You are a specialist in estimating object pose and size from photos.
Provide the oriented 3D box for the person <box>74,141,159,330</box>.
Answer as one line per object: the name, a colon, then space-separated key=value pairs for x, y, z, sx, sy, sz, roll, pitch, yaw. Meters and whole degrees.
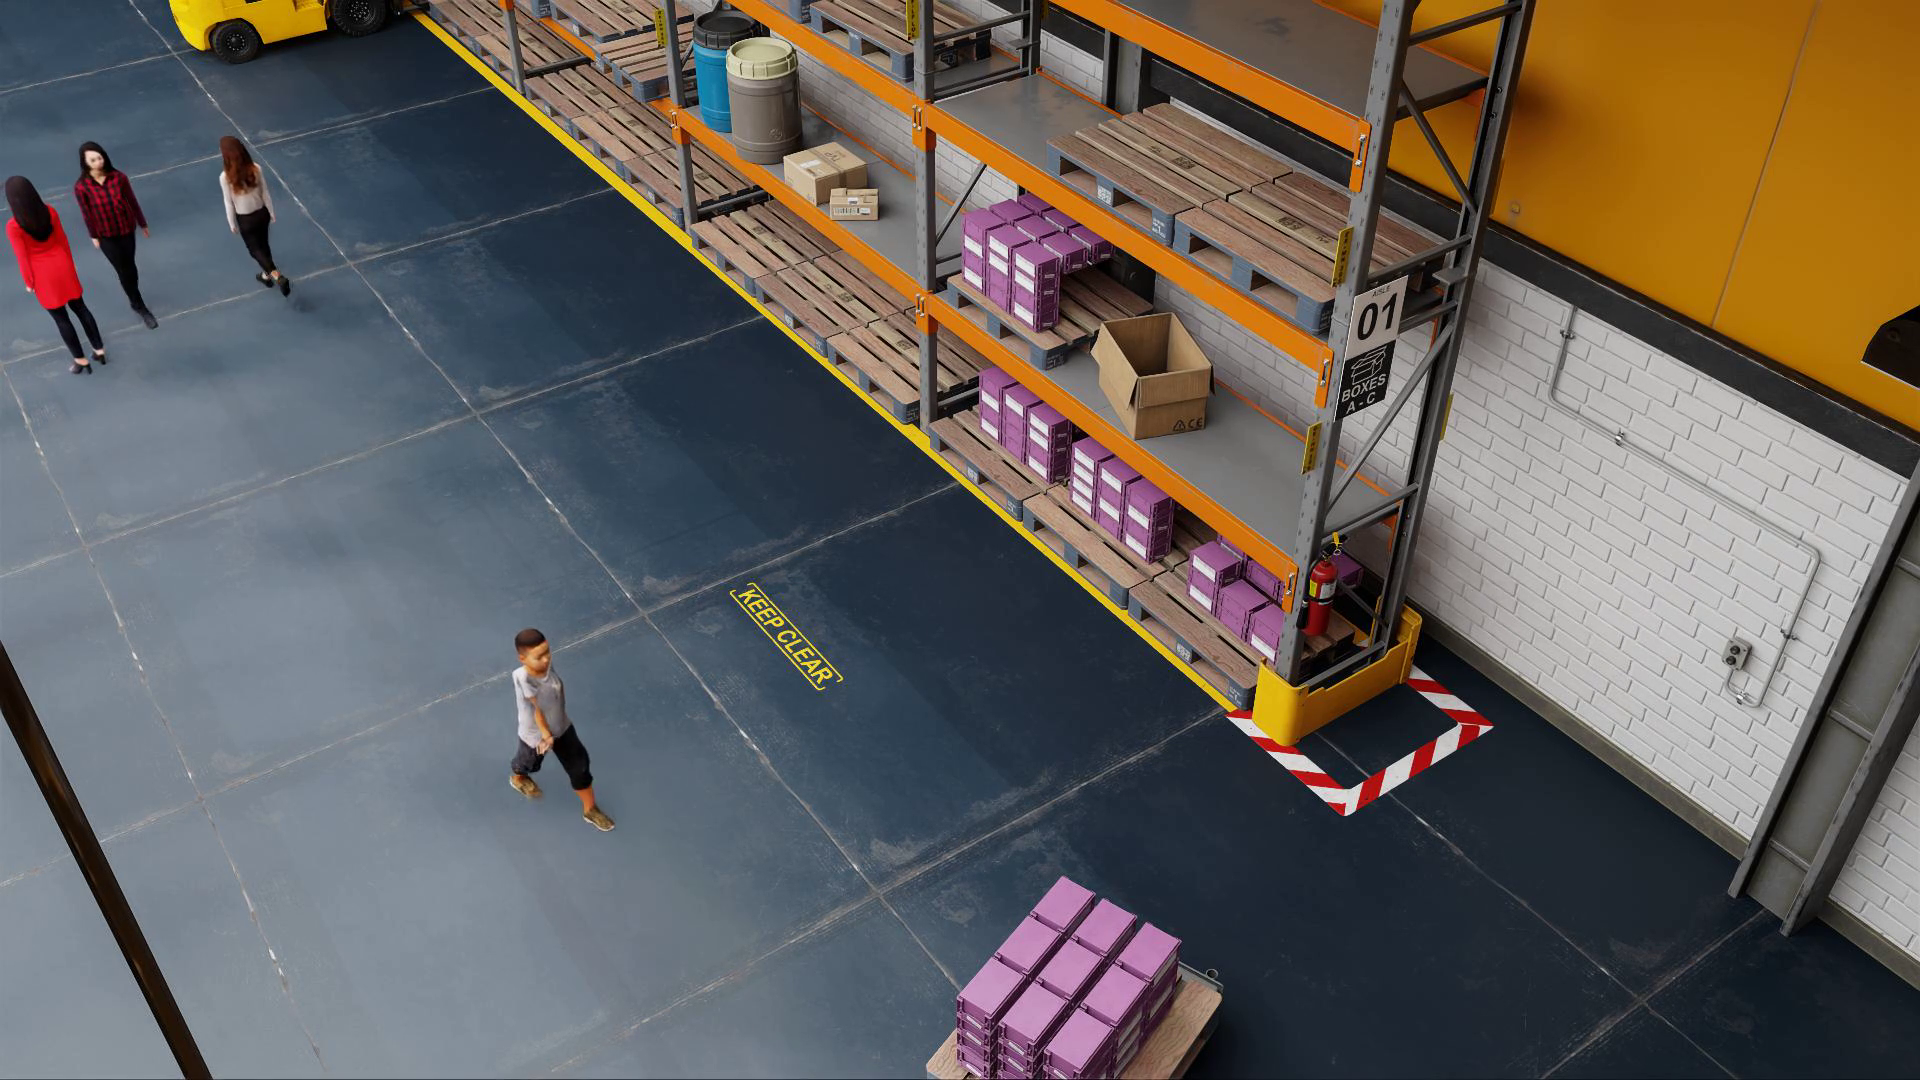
person: x=-7.237 y=-2.643 z=14.172 sx=0.900 sy=1.637 sz=0.704 roll=29 pitch=47 yaw=31

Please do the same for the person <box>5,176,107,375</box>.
person: x=-7.334 y=-2.135 z=13.447 sx=0.753 sy=1.748 sz=0.726 roll=18 pitch=42 yaw=21

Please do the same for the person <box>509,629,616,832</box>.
person: x=-2.494 y=1.041 z=9.726 sx=1.081 sy=1.427 sz=0.801 roll=21 pitch=43 yaw=25

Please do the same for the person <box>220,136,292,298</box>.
person: x=-6.126 y=-2.790 z=14.493 sx=0.644 sy=1.466 sz=0.938 roll=-31 pitch=48 yaw=-33
